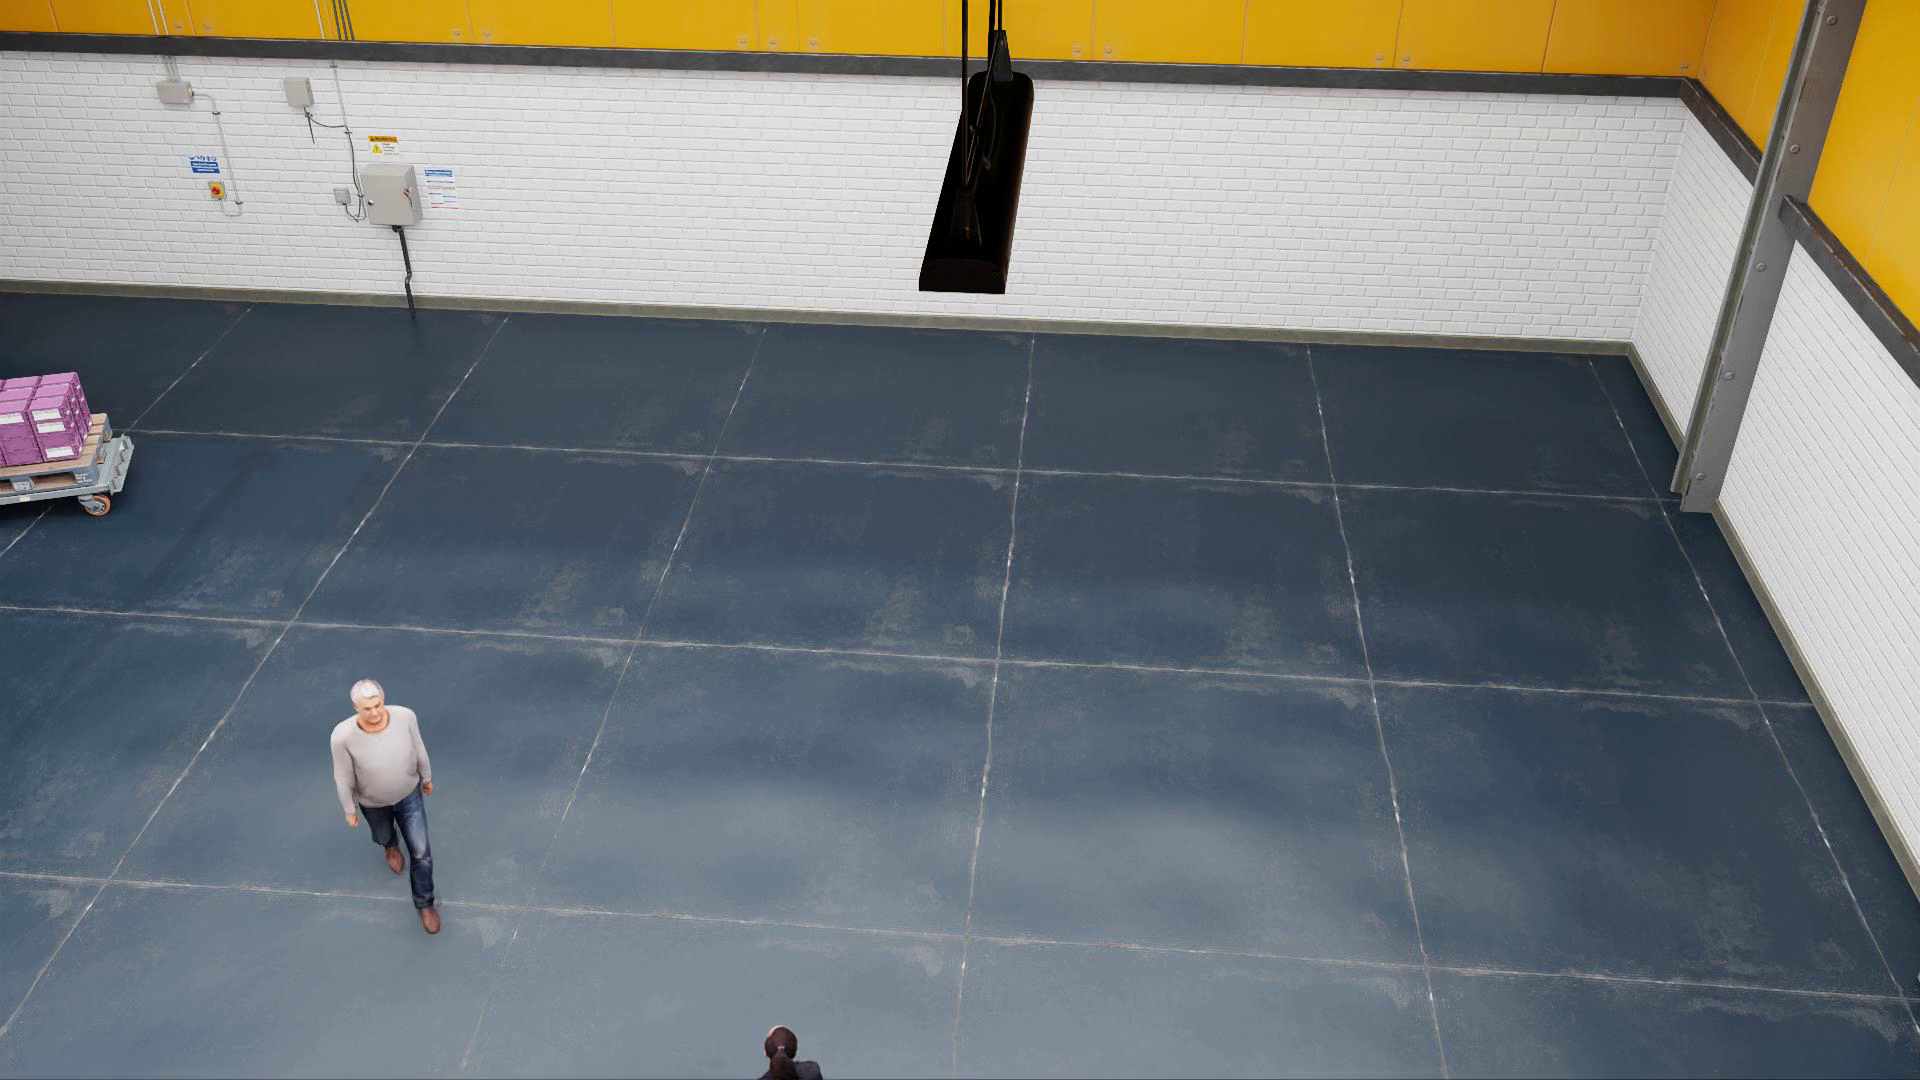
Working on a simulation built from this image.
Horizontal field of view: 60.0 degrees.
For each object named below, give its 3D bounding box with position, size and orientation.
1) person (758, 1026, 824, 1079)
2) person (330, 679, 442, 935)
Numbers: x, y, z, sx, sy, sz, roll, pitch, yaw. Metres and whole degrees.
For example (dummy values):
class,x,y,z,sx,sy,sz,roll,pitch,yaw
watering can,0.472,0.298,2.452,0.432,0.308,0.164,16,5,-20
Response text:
class,x,y,z,sx,sy,sz,roll,pitch,yaw
person,-0.888,3.160,8.711,0.646,1.711,0.650,-15,37,-22
person,-3.762,1.618,10.882,1.160,1.876,1.341,-16,37,-22
